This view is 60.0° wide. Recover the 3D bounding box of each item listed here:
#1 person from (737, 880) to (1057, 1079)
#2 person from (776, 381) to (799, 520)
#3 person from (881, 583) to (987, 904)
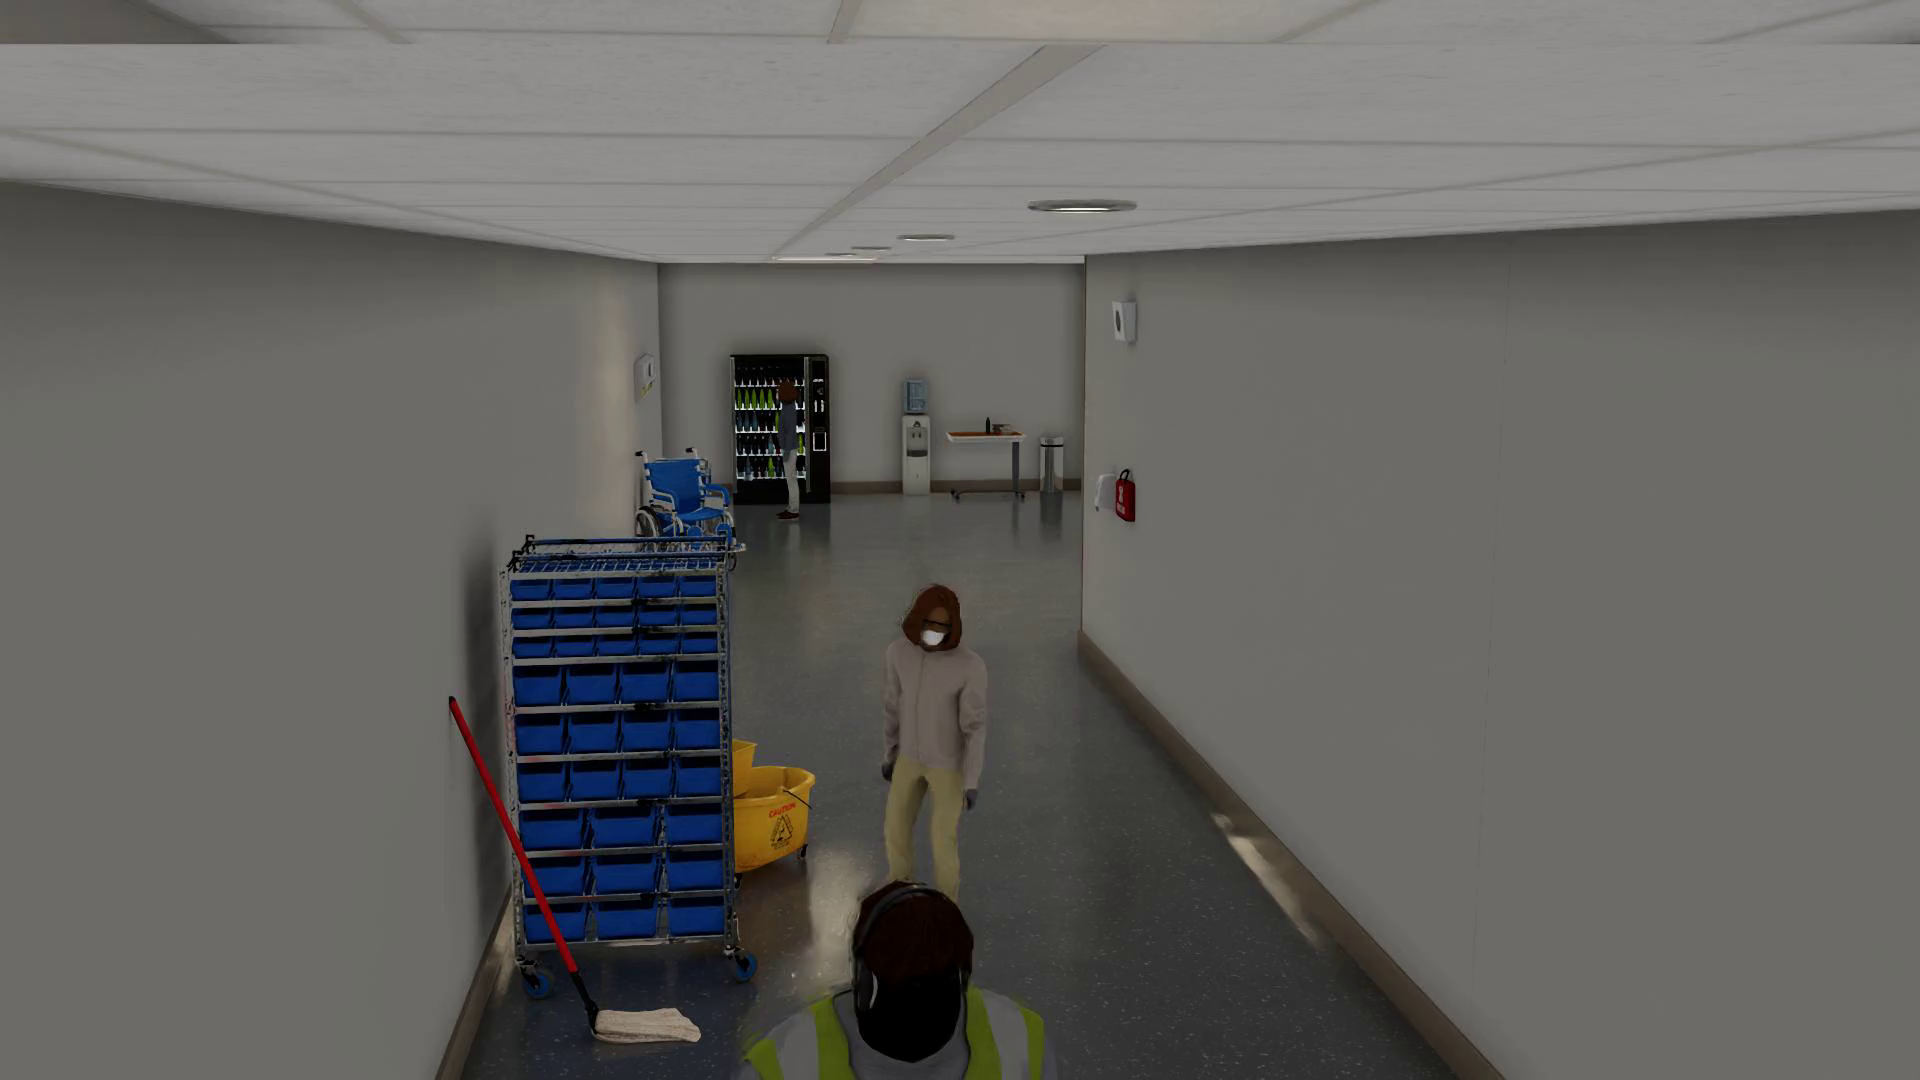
[{"bbox_3d":[-0.127,1.483,3.151,0.642,1.827,0.546,-2,9,-14],"label":"person"},{"bbox_3d":[-2.031,-1.056,19.571,0.280,1.636,0.502,-1,9,-7],"label":"person"},{"bbox_3d":[-0.117,0.957,7.078,0.550,1.601,0.386,6,11,32],"label":"person"}]
